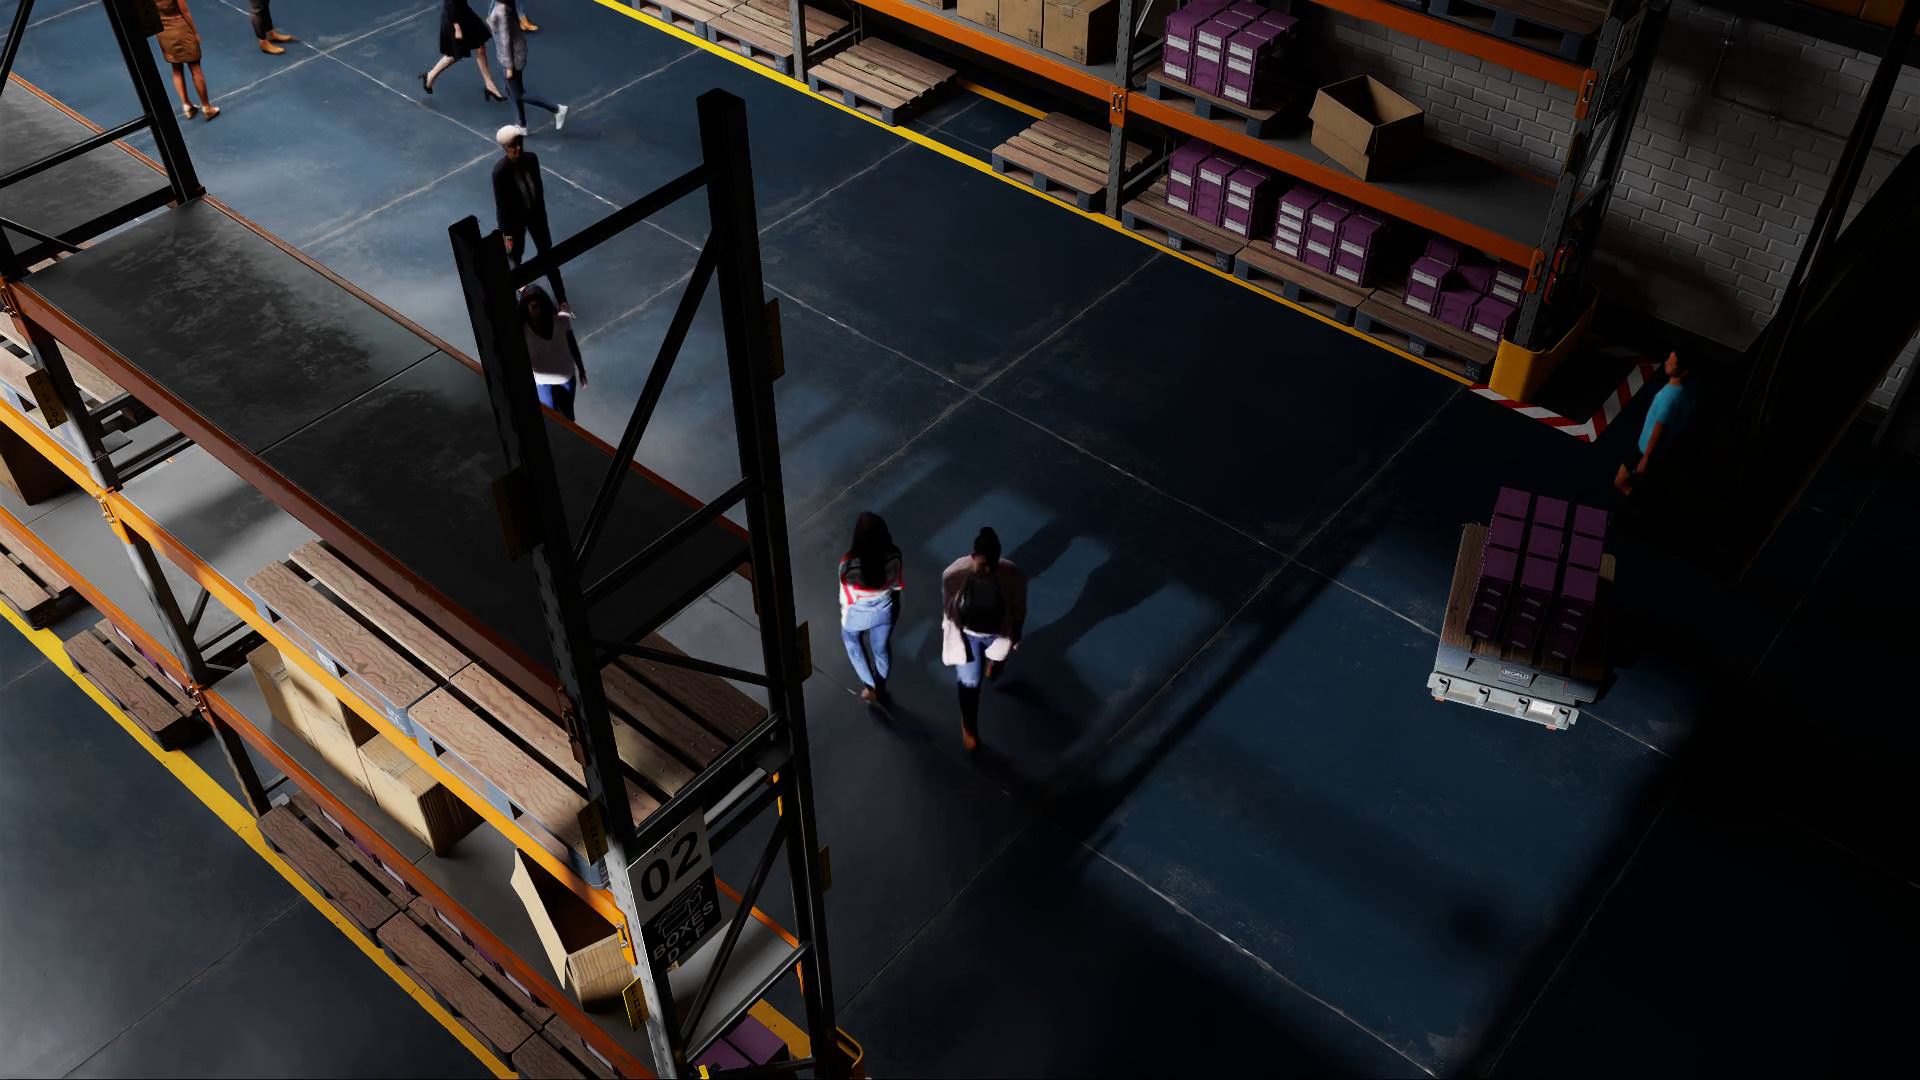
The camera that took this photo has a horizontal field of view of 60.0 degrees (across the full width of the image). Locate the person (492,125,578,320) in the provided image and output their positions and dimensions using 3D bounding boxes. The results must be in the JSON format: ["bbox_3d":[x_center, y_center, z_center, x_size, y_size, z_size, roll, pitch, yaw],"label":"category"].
[{"bbox_3d":[-3.755,-2.694,13.996,0.847,1.743,1.097,-31,52,-28],"label":"person"}]

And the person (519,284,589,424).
[{"bbox_3d":[-3.051,-1.233,12.343,0.676,1.676,0.676,-26,50,-25],"label":"person"}]

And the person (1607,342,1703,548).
[{"bbox_3d":[4.961,-0.622,11.639,0.727,1.763,0.647,31,52,29],"label":"person"}]

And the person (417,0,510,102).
[{"bbox_3d":[-5.008,-5.053,16.325,1.129,1.716,1.022,0,44,0],"label":"person"}]

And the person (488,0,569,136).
[{"bbox_3d":[-4.183,-4.612,15.864,1.009,1.714,0.962,-5,44,-5],"label":"person"}]

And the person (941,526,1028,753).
[{"bbox_3d":[0.162,0.466,10.541,1.163,1.703,1.154,5,44,5],"label":"person"}]

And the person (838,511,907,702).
[{"bbox_3d":[-0.539,0.495,10.579,0.724,1.609,0.760,-16,46,-16],"label":"person"}]

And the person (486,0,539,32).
[{"bbox_3d":[-4.925,-5.994,17.665,0.858,1.229,0.590,20,47,20],"label":"person"}]

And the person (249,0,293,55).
[{"bbox_3d":[-7.352,-5.916,17.232,0.745,1.714,0.703,0,44,0],"label":"person"}]

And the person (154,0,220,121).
[{"bbox_3d":[-7.633,-4.911,16.200,0.612,1.684,0.705,5,44,5],"label":"person"}]
